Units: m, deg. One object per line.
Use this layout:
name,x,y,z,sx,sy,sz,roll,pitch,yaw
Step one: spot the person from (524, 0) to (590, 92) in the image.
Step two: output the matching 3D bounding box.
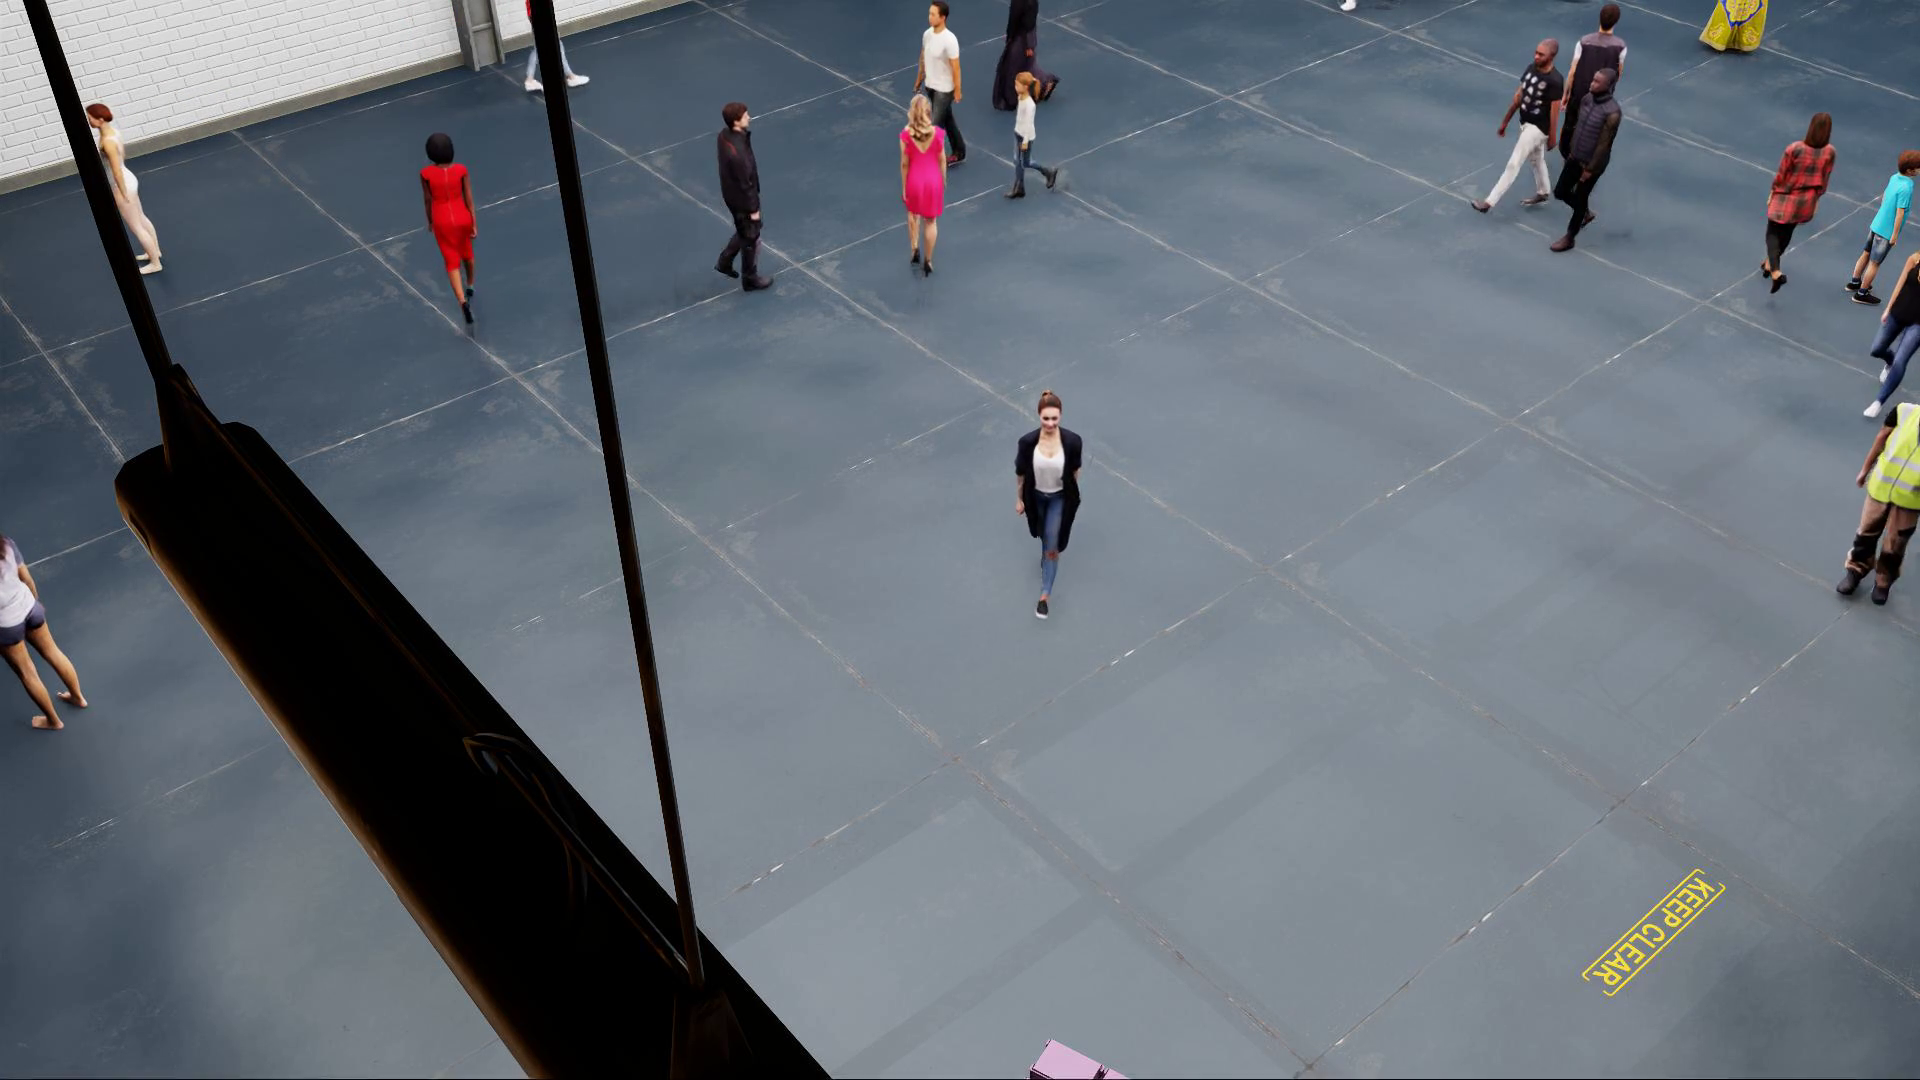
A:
person,-4.730,-5.789,18.502,1.007,1.677,0.745,-19,42,-22

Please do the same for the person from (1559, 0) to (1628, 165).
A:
person,6.284,-4.379,16.632,0.952,1.808,1.243,16,41,19

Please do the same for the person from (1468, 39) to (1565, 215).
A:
person,5.669,-4.001,16.209,1.339,1.745,1.001,-12,40,-14

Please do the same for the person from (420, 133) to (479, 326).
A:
person,-4.457,-2.714,14.619,1.062,1.717,0.838,-15,41,-18

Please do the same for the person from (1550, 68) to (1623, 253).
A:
person,5.954,-3.558,15.591,0.882,1.824,0.825,-12,40,-15

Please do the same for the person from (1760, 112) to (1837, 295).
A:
person,7.548,-3.019,15.030,1.010,1.682,1.086,4,39,5

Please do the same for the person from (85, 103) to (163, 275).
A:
person,-7.715,-3.266,15.372,0.568,1.641,0.593,-12,40,-15

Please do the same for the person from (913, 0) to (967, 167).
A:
person,-0.113,-4.624,16.967,1.035,1.772,0.712,-23,44,-26

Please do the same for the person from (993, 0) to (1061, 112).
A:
person,0.747,-5.489,18.192,1.090,1.596,0.900,-7,39,-9

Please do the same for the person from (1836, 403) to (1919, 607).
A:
person,6.587,-0.393,11.619,0.729,1.834,0.740,30,47,32

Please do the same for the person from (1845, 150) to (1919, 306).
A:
person,8.355,-2.844,14.997,0.652,1.449,0.586,4,39,5

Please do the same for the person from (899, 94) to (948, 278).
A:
person,-0.323,-3.204,15.234,0.722,1.716,0.785,0,39,0

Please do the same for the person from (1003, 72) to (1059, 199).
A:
person,0.714,-4.029,16.600,0.850,1.301,0.644,-12,40,-14

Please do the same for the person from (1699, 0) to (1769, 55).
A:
person,9.212,-6.525,19.438,1.000,1.659,1.036,7,39,9

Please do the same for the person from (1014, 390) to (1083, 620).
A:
person,0.619,-0.345,11.722,1.089,1.631,1.184,5,39,7

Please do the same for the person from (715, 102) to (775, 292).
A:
person,-2.043,-3.058,14.963,0.873,1.826,0.843,-14,41,-17

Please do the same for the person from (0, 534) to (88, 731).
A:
person,-6.023,0.501,10.583,0.713,1.731,0.586,14,41,17

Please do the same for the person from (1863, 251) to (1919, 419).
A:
person,7.761,-1.830,13.523,0.907,1.704,0.576,-29,47,-31
